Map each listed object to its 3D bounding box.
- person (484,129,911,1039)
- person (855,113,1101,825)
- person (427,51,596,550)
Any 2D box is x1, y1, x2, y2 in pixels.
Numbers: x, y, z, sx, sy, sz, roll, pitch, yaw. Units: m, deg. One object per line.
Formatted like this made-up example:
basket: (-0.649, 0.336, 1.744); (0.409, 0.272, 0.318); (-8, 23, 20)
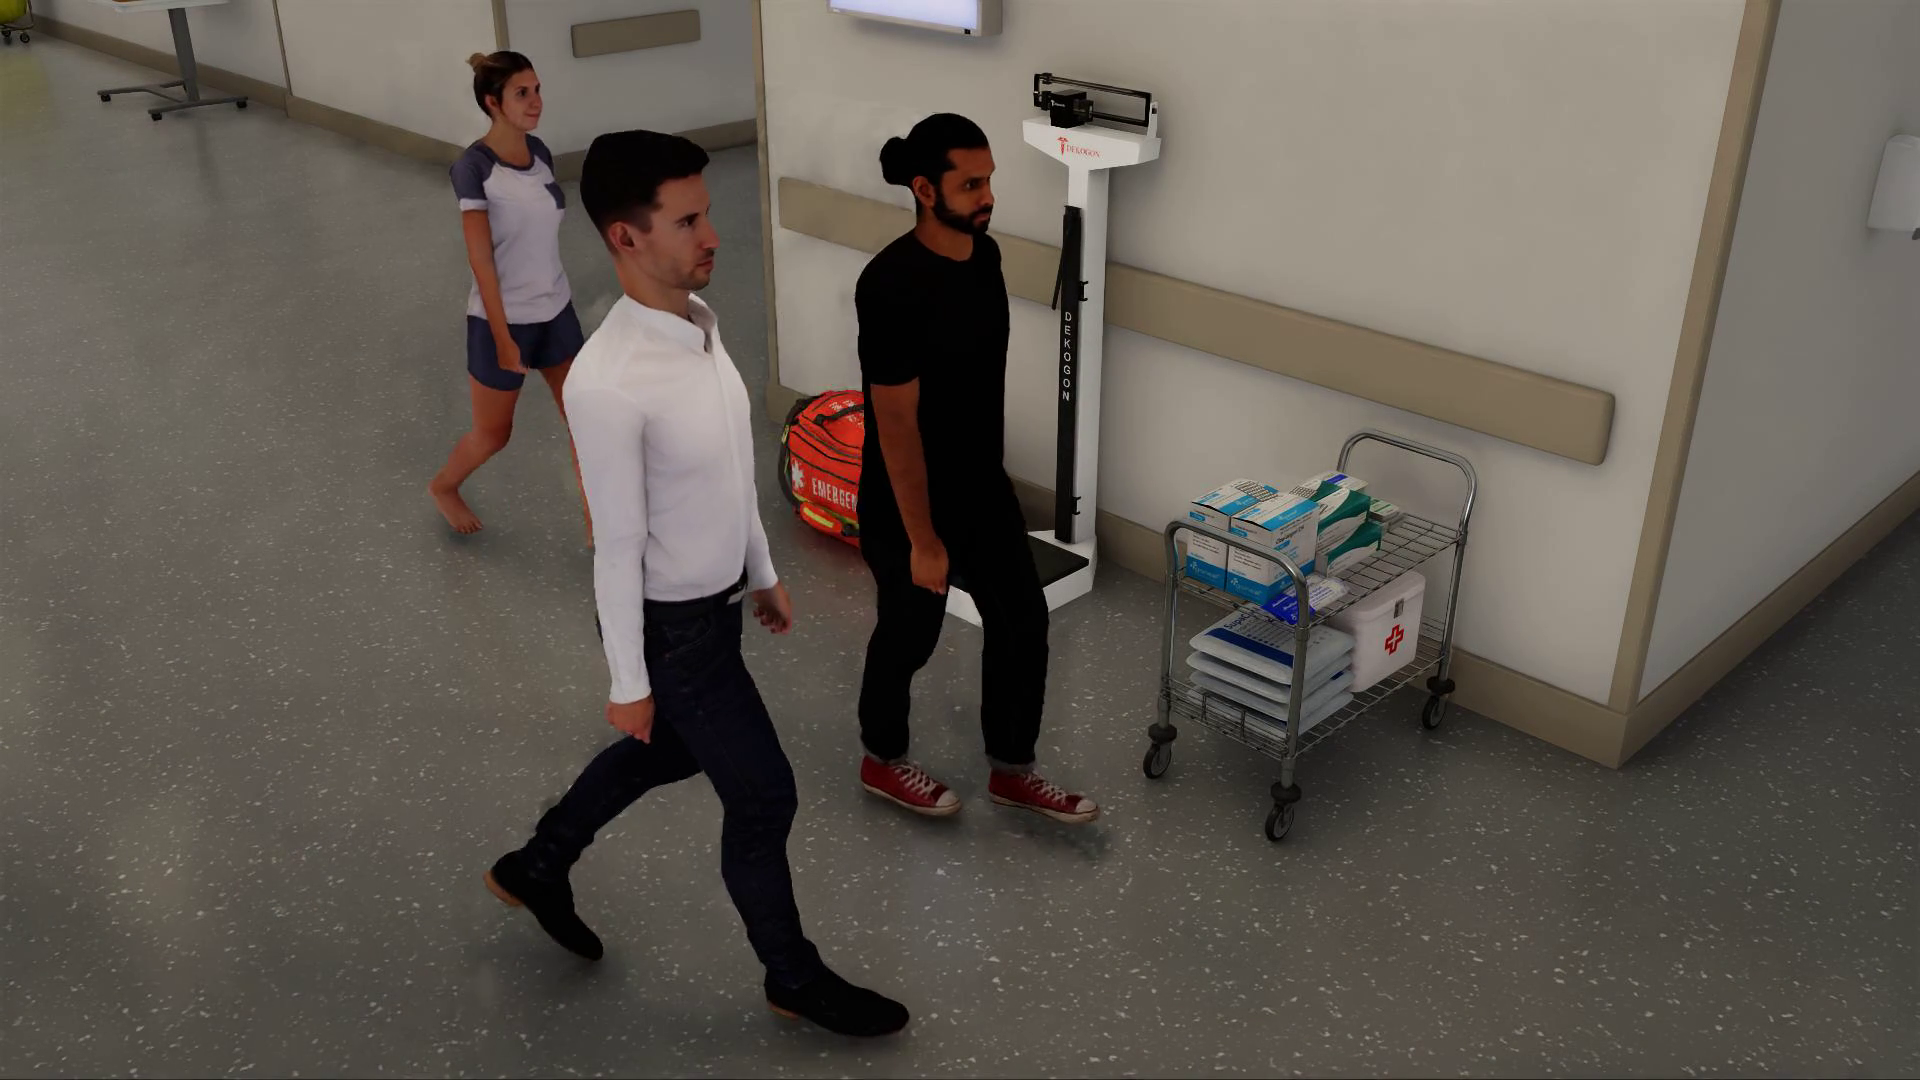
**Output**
person: (-0.623, 0.130, 3.215); (1.273, 1.853, 1.082); (4, 26, 8)
person: (-0.126, -0.115, 3.856); (0.915, 1.738, 0.756); (15, 30, 29)
person: (-1.439, -0.690, 5.216); (1.047, 1.592, 0.692); (17, 30, 31)
